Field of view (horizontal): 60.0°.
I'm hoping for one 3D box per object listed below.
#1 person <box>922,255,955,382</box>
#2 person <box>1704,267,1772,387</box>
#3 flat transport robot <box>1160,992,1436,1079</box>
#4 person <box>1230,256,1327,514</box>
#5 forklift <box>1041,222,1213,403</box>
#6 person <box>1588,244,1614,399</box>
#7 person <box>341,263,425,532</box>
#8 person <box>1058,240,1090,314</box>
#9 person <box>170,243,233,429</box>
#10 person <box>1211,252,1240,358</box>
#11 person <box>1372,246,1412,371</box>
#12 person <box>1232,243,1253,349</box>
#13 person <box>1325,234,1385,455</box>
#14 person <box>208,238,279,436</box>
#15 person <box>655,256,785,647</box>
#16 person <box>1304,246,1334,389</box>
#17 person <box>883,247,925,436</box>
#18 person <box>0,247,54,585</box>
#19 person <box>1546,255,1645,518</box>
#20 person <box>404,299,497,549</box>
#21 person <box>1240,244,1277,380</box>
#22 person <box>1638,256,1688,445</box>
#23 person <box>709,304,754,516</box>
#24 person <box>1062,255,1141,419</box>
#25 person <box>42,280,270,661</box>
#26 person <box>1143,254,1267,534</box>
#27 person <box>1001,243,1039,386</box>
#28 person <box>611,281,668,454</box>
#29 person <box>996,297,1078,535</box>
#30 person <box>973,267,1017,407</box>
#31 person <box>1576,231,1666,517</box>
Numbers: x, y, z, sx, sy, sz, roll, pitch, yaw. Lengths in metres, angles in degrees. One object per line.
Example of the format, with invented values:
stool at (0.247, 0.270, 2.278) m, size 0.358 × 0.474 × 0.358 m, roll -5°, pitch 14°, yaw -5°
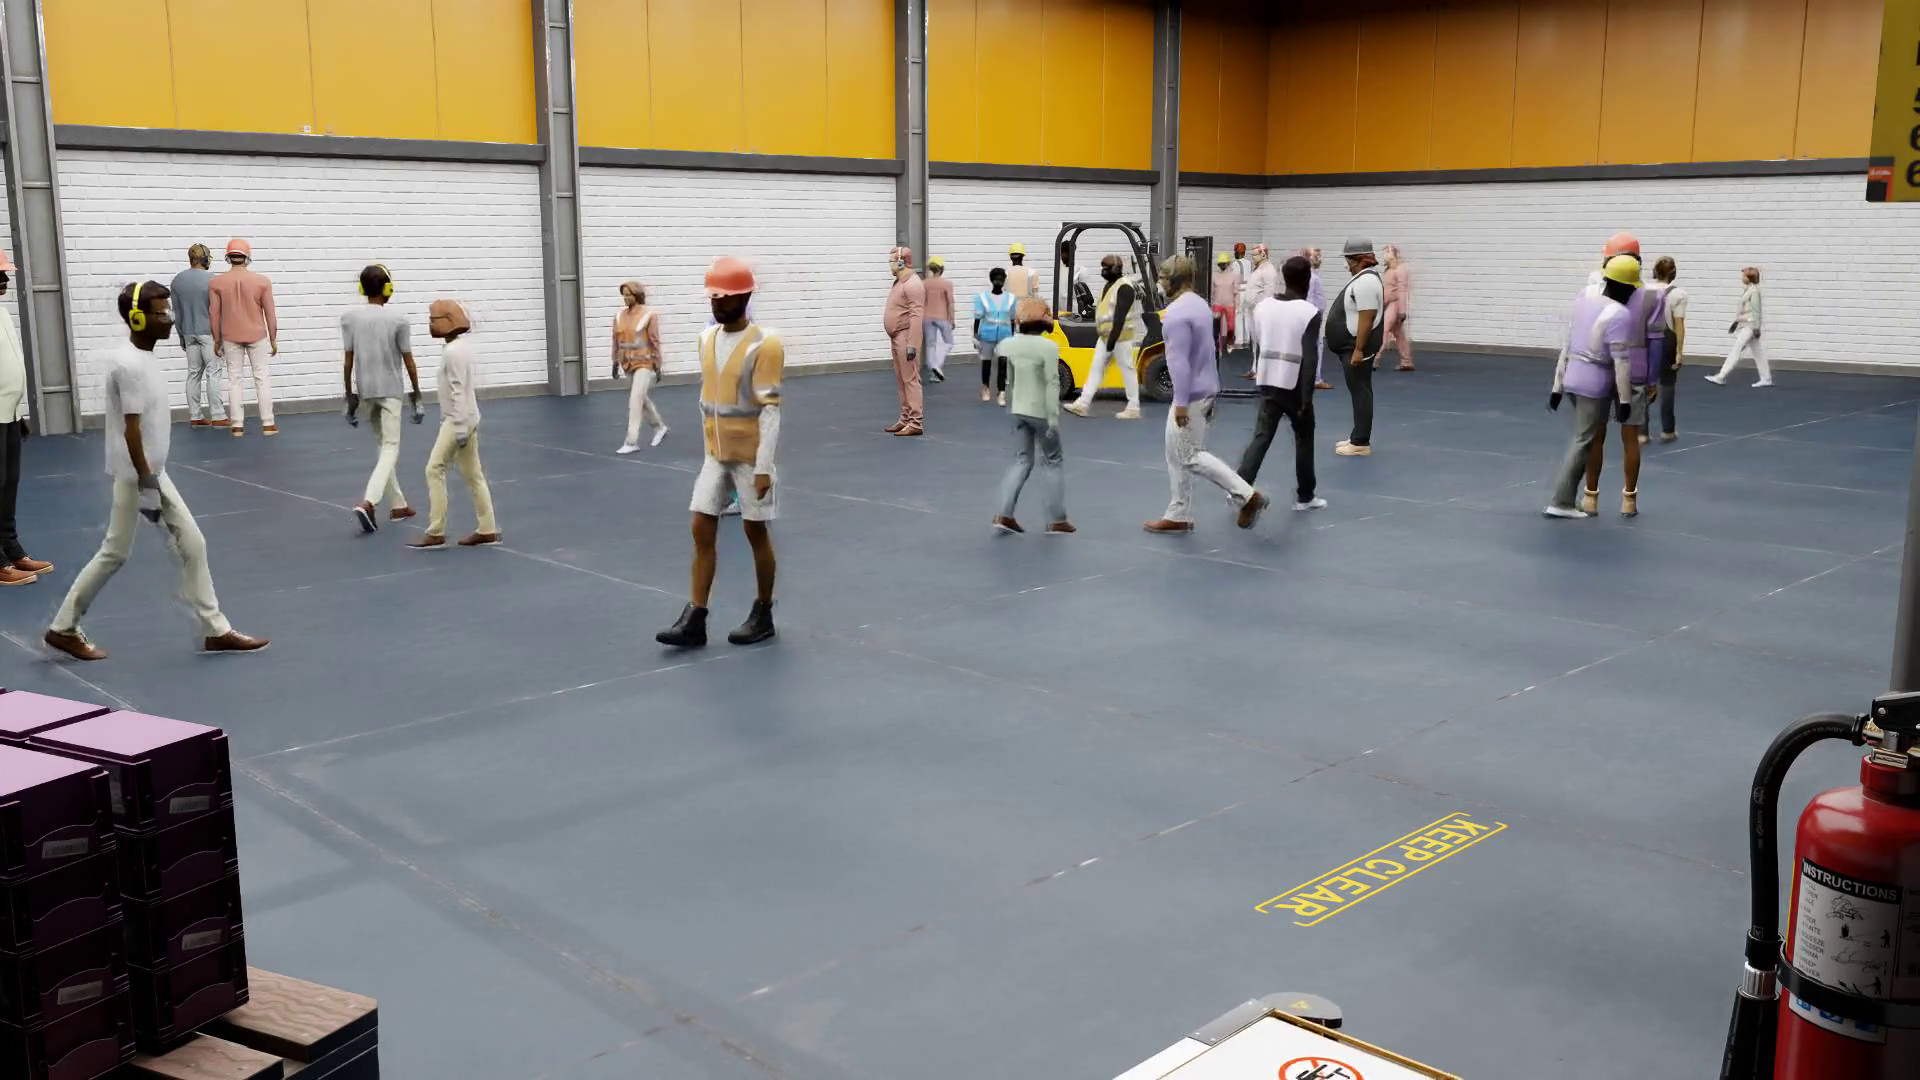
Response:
person at (-0.299, -3.040, 22.889) m, size 0.551 × 1.752 × 0.372 m, roll 5°, pitch 12°, yaw 27°
person at (10.479, -2.831, 22.209) m, size 0.874 × 1.591 × 0.521 m, roll 3°, pitch 11°, yaw 18°
flat transport robot at (0.525, 1.293, 3.321) m, size 0.652 × 0.197 × 1.431 m, roll 10°, pitch 14°, yaw 43°
person at (2.321, -1.112, 12.050) m, size 0.939 × 1.884 × 0.604 m, roll -10°, pitch 14°, yaw -43°
forklift at (1.935, -2.847, 20.651) m, size 2.313 × 2.155 × 1.214 m, roll 2°, pitch 11°, yaw 13°
person at (8.018, -2.708, 20.589) m, size 0.547 × 1.939 × 0.376 m, roll 7°, pitch 12°, yaw 32°
person at (-4.020, -0.991, 11.522) m, size 0.528 × 1.839 × 0.895 m, roll 1°, pitch 10°, yaw 8°
person at (1.493, -3.114, 22.749) m, size 0.391 × 1.958 × 0.603 m, roll -10°, pitch 14°, yaw -43°
person at (-7.917, -2.123, 17.402) m, size 0.635 × 1.937 × 0.352 m, roll 3°, pitch 11°, yaw 16°
person at (4.366, -3.876, 27.461) m, size 0.522 × 1.752 × 0.625 m, roll 3°, pitch 11°, yaw 13°
person at (6.335, -3.431, 24.758) m, size 0.988 × 1.851 × 0.657 m, roll 0°, pitch 10°, yaw -2°
person at (4.999, -4.342, 29.648) m, size 0.337 × 1.882 × 0.585 m, roll 9°, pitch 13°, yaw 39°
person at (3.645, -1.808, 15.402) m, size 0.535 × 2.000 × 0.687 m, roll 3°, pitch 11°, yaw 14°
person at (-7.234, -2.046, 16.827) m, size 0.623 × 1.992 × 0.396 m, roll -4°, pitch 11°, yaw -19°
person at (-1.157, -0.399, 8.045) m, size 0.575 × 1.916 × 0.735 m, roll 7°, pitch 13°, yaw 35°
person at (4.530, -2.919, 21.891) m, size 0.765 × 1.880 × 0.651 m, roll 1°, pitch 10°, yaw 3°
person at (-0.579, -2.008, 16.867) m, size 0.403 × 1.903 × 0.652 m, roll -3°, pitch 11°, yaw -16°
person at (-5.615, -0.738, 9.693) m, size 0.381 × 1.994 × 0.617 m, roll -2°, pitch 11°, yaw -11°
person at (4.494, -1.073, 11.823) m, size 0.599 × 1.879 × 0.601 m, roll -1°, pitch 10°, yaw -7°
person at (-3.343, -0.733, 10.717) m, size 0.681 × 1.608 × 0.520 m, roll -2°, pitch 11°, yaw -12°
person at (4.197, -3.202, 23.380) m, size 0.410 × 1.905 × 0.641 m, roll -1°, pitch 10°, yaw -7°
person at (6.826, -1.843, 16.210) m, size 0.547 × 1.812 × 0.765 m, roll 8°, pitch 13°, yaw 37°
person at (-1.653, -1.106, 12.101) m, size 0.377 × 1.846 × 0.570 m, roll -5°, pitch 11°, yaw -24°
person at (1.594, -2.218, 18.300) m, size 0.919 × 1.803 × 0.628 m, roll -4°, pitch 11°, yaw -21°
person at (-3.913, -0.312, 7.875) m, size 0.987 × 1.825 × 0.514 m, roll -2°, pitch 11°, yaw -10°
person at (1.649, -0.945, 11.082) m, size 0.766 × 1.905 × 0.650 m, roll 4°, pitch 11°, yaw 20°
person at (0.770, -3.038, 22.443) m, size 0.584 × 1.919 × 0.381 m, roll -1°, pitch 10°, yaw -5°
person at (-3.016, -1.644, 15.706) m, size 0.530 × 1.607 × 0.819 m, roll 6°, pitch 12°, yaw 30°
person at (0.469, -0.823, 11.260) m, size 0.565 × 1.623 × 0.537 m, roll -9°, pitch 14°, yaw -42°
person at (0.407, -2.450, 19.946) m, size 0.531 × 1.655 × 0.871 m, roll -1°, pitch 10°, yaw -8°
person at (4.711, -1.180, 11.962) m, size 0.607 × 2.048 × 0.365 m, roll 2°, pitch 11°, yaw 13°
